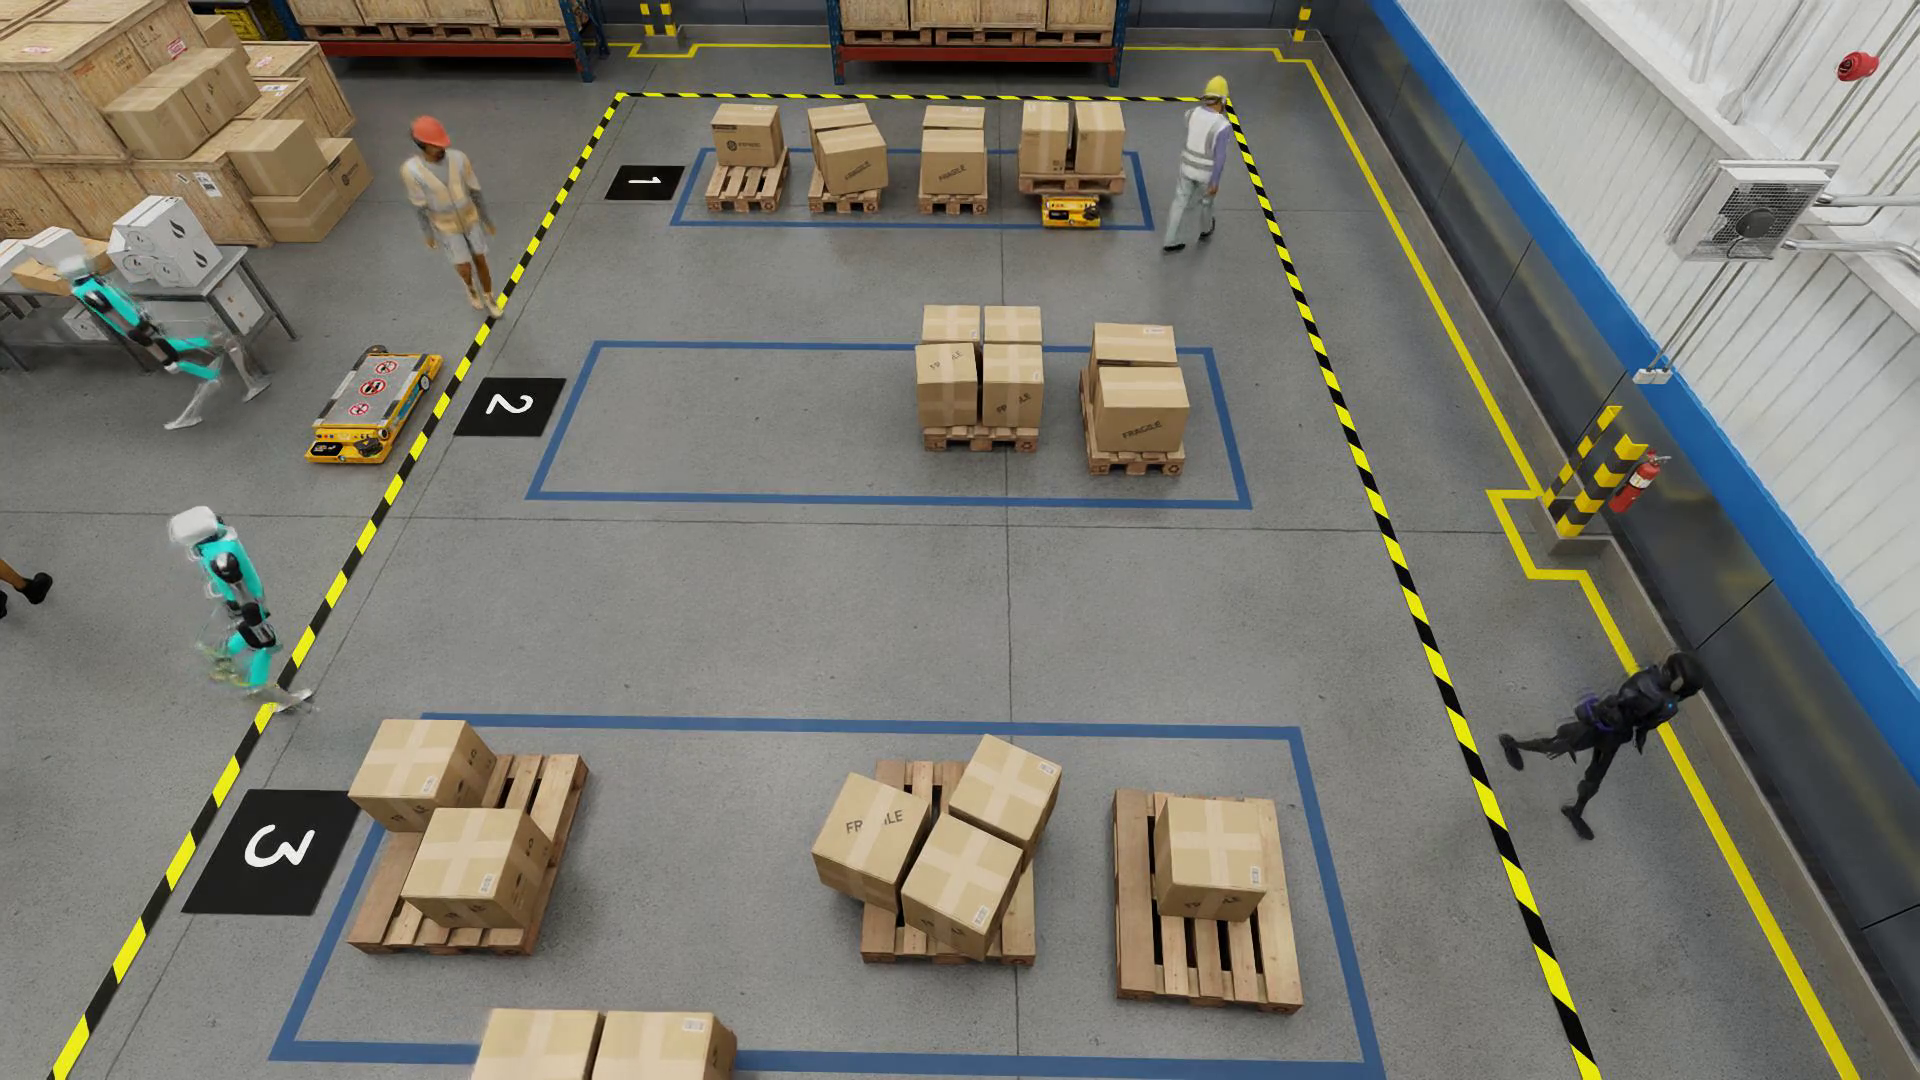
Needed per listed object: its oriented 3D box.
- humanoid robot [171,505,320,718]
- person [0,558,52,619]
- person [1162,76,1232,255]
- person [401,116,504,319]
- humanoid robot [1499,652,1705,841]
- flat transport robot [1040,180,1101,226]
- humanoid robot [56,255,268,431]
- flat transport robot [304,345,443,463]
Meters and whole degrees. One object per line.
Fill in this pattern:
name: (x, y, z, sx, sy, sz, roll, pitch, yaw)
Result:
humanoid robot: (-4.701, 0.595, 5.917, 0.811, 1.794, 0.552, -32, 57, -24)
person: (-7.342, -0.162, 6.411, 0.547, 1.936, 0.375, -25, 54, -20)
person: (2.573, -3.941, 9.708, 0.868, 1.777, 0.610, -35, 58, -26)
person: (-4.796, -3.026, 8.781, 0.653, 2.019, 0.435, -35, 58, -26)
humanoid robot: (3.880, 1.143, 5.507, 0.609, 1.621, 0.784, -8, 50, -7)
flat transport robot: (1.288, -4.204, 10.906, 0.652, 0.197, 1.431, 1, 50, 1)
humanoid robot: (-6.718, -1.748, 7.910, 1.066, 1.736, 0.530, -36, 59, -27)
flat transport robot: (-5.383, -1.269, 8.441, 0.659, 0.231, 1.431, 1, 50, 1)
